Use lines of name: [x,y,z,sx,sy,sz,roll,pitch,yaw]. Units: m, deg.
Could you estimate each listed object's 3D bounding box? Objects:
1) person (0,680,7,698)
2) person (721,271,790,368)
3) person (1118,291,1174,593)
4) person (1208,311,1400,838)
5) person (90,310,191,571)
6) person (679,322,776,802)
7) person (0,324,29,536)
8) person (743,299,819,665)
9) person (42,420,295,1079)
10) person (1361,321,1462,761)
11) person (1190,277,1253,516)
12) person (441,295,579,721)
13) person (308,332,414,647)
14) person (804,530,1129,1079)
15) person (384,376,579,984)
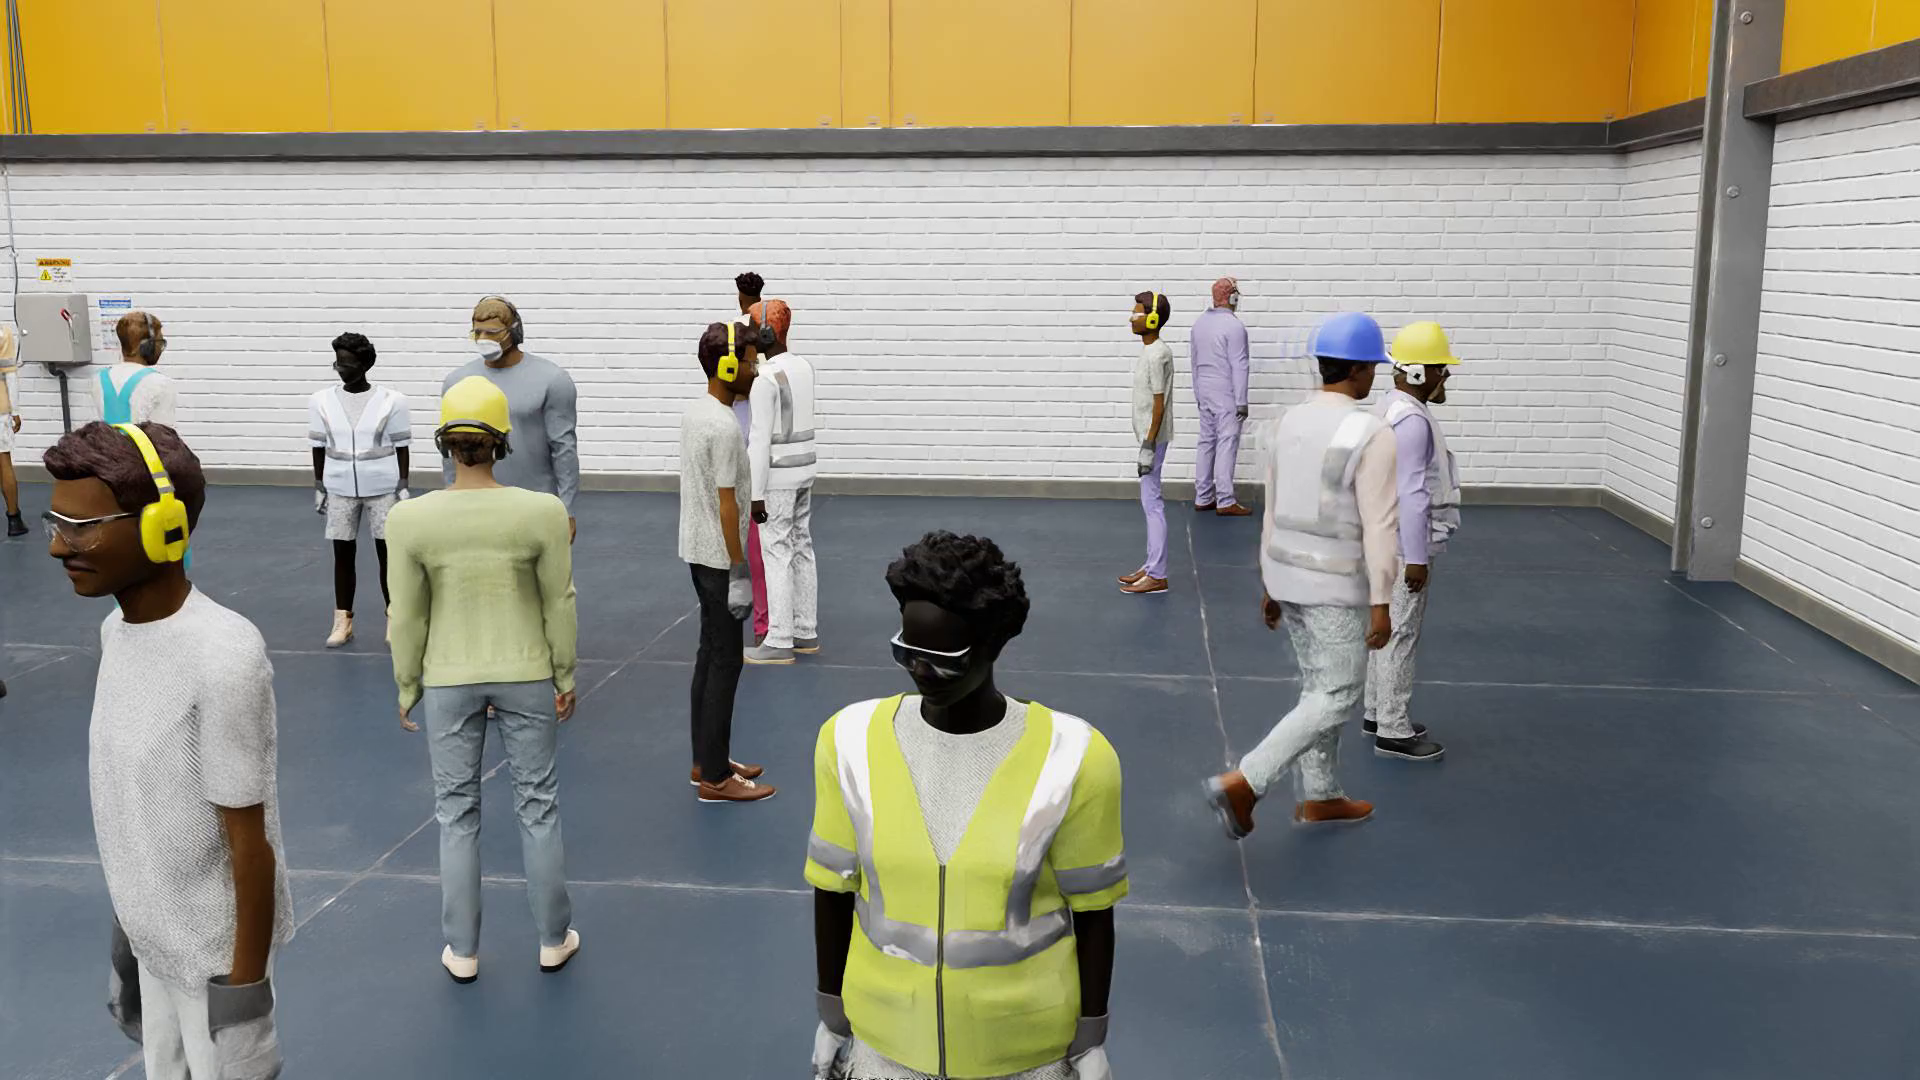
person: [-4.774,-0.173,7.700,0.551,1.934,0.373,-4,11,-22]
person: [-1.570,-1.042,12.588,0.614,1.963,0.362,-5,11,-26]
person: [1.164,-0.604,10.346,0.329,1.877,0.507,1,10,5]
person: [1.215,0.159,5.857,0.757,1.917,0.641,-5,11,-26]
person: [-4.172,-0.244,8.445,0.504,1.826,0.528,2,10,11]
person: [-0.907,0.091,6.430,0.343,1.857,0.521,-4,11,-21]
person: [-7.237,-0.971,12.275,0.547,1.934,0.375,-5,11,-25]
person: [-0.927,-0.295,8.572,0.358,1.880,0.575,4,11,21]
person: [-1.296,0.723,2.799,0.511,1.862,0.324,9,13,42]
person: [1.893,-0.001,7.010,0.404,1.830,0.601,1,10,5]
person: [2.127,-1.151,13.383,0.408,1.906,0.653,-5,11,-25]
person: [-2.029,-0.137,7.533,0.635,1.928,0.381,1,10,7]
person: [-3.203,-0.267,8.923,0.536,1.695,0.318,-1,10,-7]
person: [0.002,0.813,2.746,0.538,1.692,0.319,2,10,13]
person: [-1.377,0.411,4.846,0.524,1.769,0.326,-2,10,-12]
